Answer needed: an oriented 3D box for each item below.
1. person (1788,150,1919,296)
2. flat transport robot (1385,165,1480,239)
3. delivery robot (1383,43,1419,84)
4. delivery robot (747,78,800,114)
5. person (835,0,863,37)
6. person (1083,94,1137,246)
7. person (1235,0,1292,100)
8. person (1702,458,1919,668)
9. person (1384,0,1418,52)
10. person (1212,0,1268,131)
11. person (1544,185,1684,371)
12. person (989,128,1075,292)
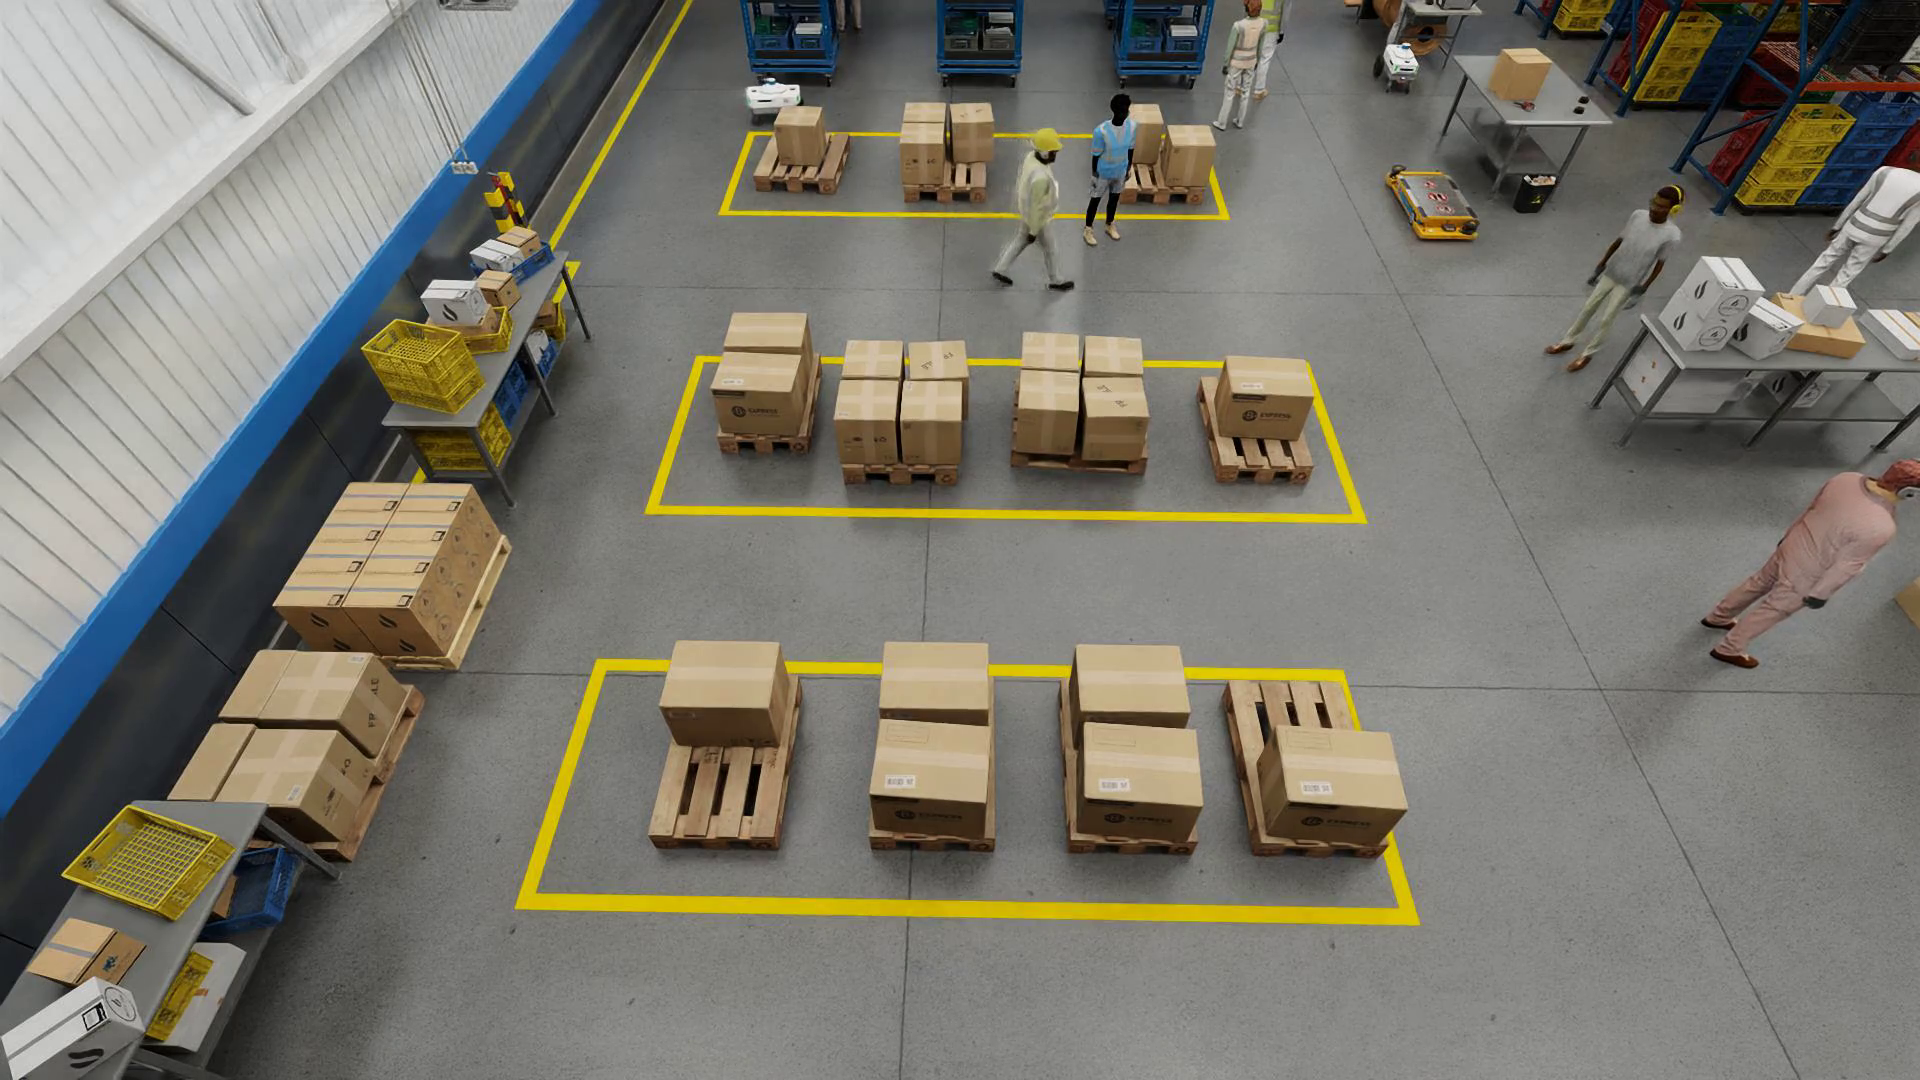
[{"bbox_3d":[8.957,-3.013,9.071,0.356,1.880,0.569,-23,53,-19],"label":"person"},{"bbox_3d":[5.692,-4.094,11.059,0.652,0.197,1.431,1,49,1],"label":"flat transport robot"},{"bbox_3d":[6.375,-6.918,13.257,0.477,0.478,0.707,4,49,3],"label":"delivery robot"},{"bbox_3d":[-2.532,-6.033,12.491,0.707,0.478,0.477,-4,49,-4],"label":"delivery robot"},{"bbox_3d":[-1.760,-8.844,14.049,0.628,1.979,0.410,-17,51,-14],"label":"person"},{"bbox_3d":[1.659,-4.071,10.108,0.534,1.691,0.322,-18,51,-15],"label":"person"},{"bbox_3d":[4.187,-7.058,12.595,0.634,1.839,0.429,29,55,23],"label":"person"},{"bbox_3d":[5.876,0.154,6.316,0.400,1.900,0.645,12,50,10],"label":"person"},{"bbox_3d":[6.576,-7.896,13.264,0.385,1.931,0.641,22,53,18],"label":"person"},{"bbox_3d":[3.691,-6.230,12.014,0.519,1.632,0.317,-11,50,-10],"label":"person"},{"bbox_3d":[6.167,-2.428,8.567,0.310,1.868,0.533,-20,52,-16],"label":"person"},{"bbox_3d":[0.759,-3.369,9.434,0.907,1.797,0.595,-5,49,-5],"label":"person"}]
